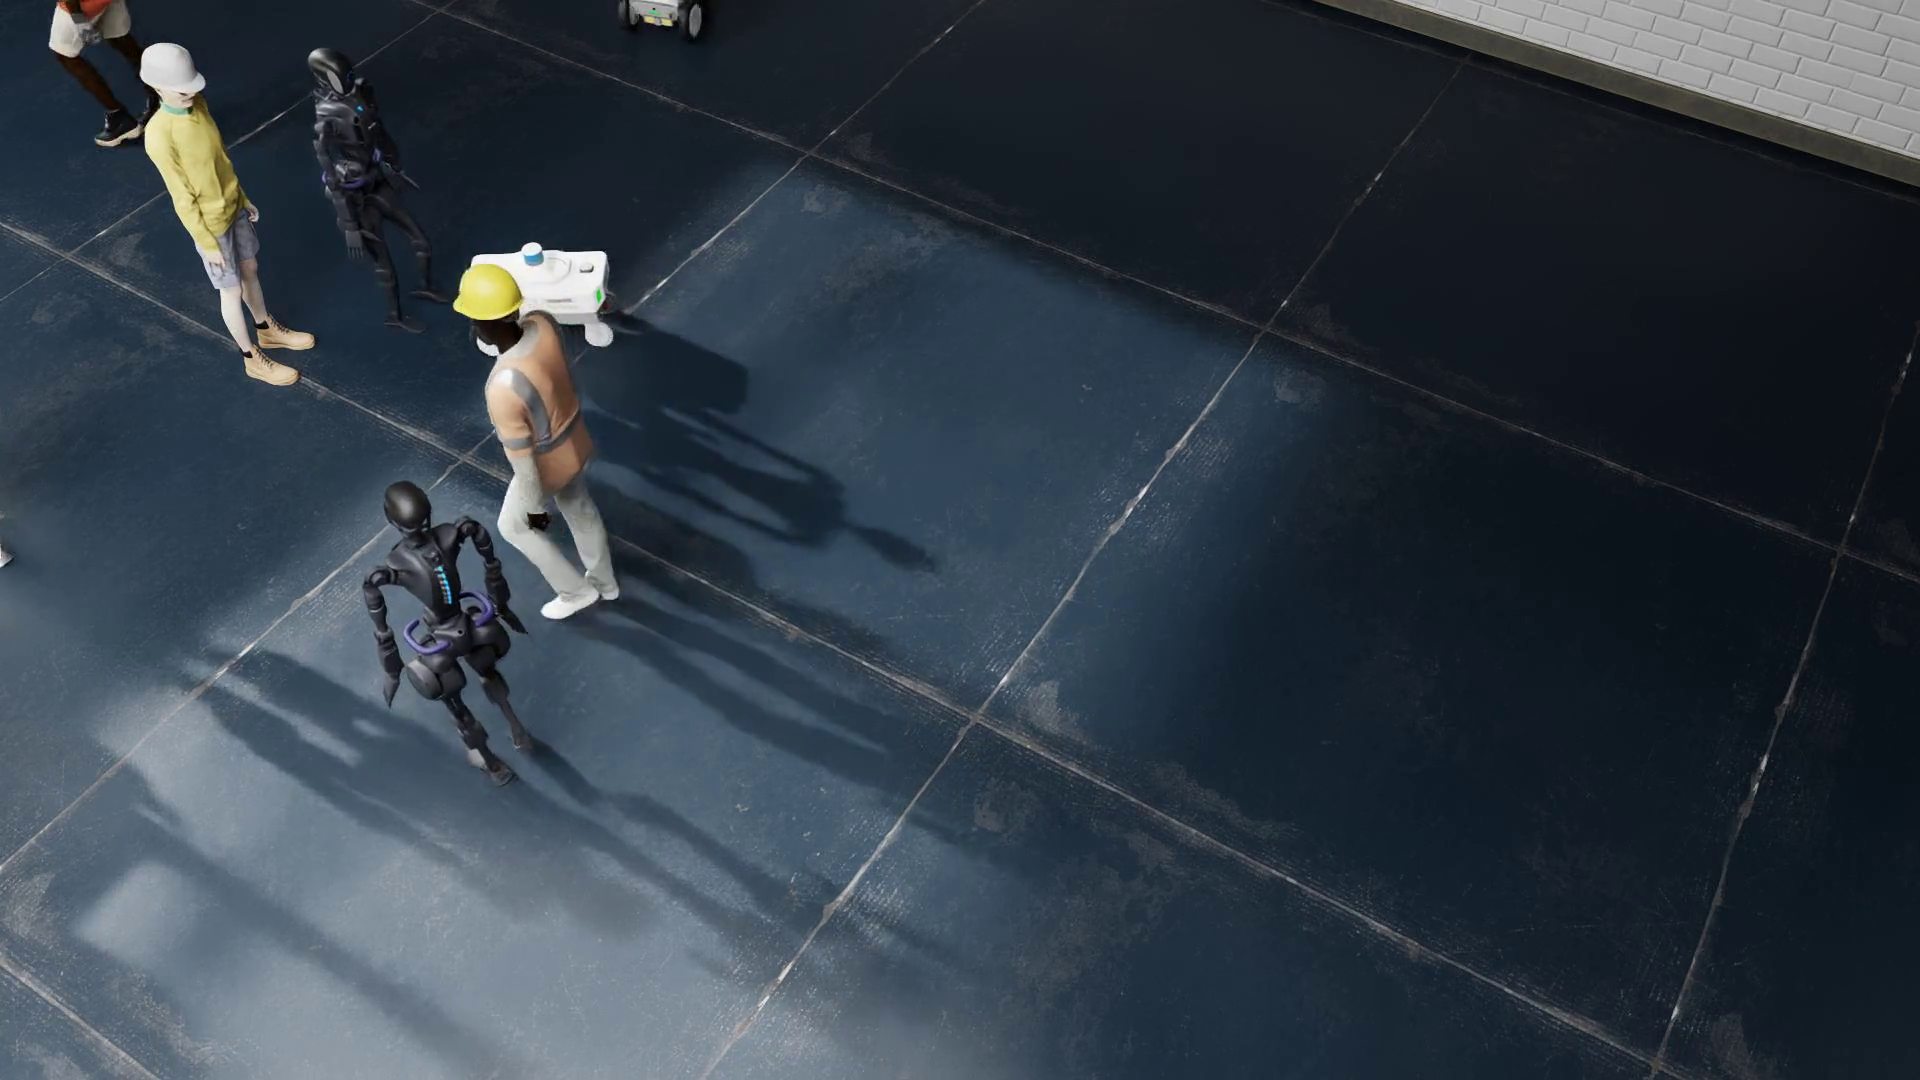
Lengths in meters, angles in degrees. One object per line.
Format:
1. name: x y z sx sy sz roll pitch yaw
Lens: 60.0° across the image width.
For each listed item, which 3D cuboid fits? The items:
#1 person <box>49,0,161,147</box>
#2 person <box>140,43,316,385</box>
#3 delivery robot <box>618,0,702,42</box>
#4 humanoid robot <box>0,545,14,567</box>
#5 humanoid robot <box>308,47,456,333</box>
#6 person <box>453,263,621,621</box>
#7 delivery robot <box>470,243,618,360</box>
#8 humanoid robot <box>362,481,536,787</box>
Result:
1. person: -5.037 -3.123 9.431 0.601 1.940 0.615 2 49 2
2. person: -3.623 -1.580 8.126 0.397 1.884 0.473 4 49 4
3. delivery robot: -1.874 -3.647 10.794 0.499 0.566 0.739 12 50 11
4. humanoid robot: -4.620 -0.471 7.270 0.837 1.802 0.600 -2 49 -2
5. humanoid robot: -2.946 -1.743 8.398 0.387 1.650 0.611 10 50 9
6. person: -1.772 -0.369 7.052 0.468 1.905 0.598 10 50 9
7. delivery robot: -2.211 -1.309 8.749 0.737 0.564 0.499 -2 49 -2
8. humanoid robot: -2.006 0.401 6.532 0.342 1.651 0.612 37 58 28
